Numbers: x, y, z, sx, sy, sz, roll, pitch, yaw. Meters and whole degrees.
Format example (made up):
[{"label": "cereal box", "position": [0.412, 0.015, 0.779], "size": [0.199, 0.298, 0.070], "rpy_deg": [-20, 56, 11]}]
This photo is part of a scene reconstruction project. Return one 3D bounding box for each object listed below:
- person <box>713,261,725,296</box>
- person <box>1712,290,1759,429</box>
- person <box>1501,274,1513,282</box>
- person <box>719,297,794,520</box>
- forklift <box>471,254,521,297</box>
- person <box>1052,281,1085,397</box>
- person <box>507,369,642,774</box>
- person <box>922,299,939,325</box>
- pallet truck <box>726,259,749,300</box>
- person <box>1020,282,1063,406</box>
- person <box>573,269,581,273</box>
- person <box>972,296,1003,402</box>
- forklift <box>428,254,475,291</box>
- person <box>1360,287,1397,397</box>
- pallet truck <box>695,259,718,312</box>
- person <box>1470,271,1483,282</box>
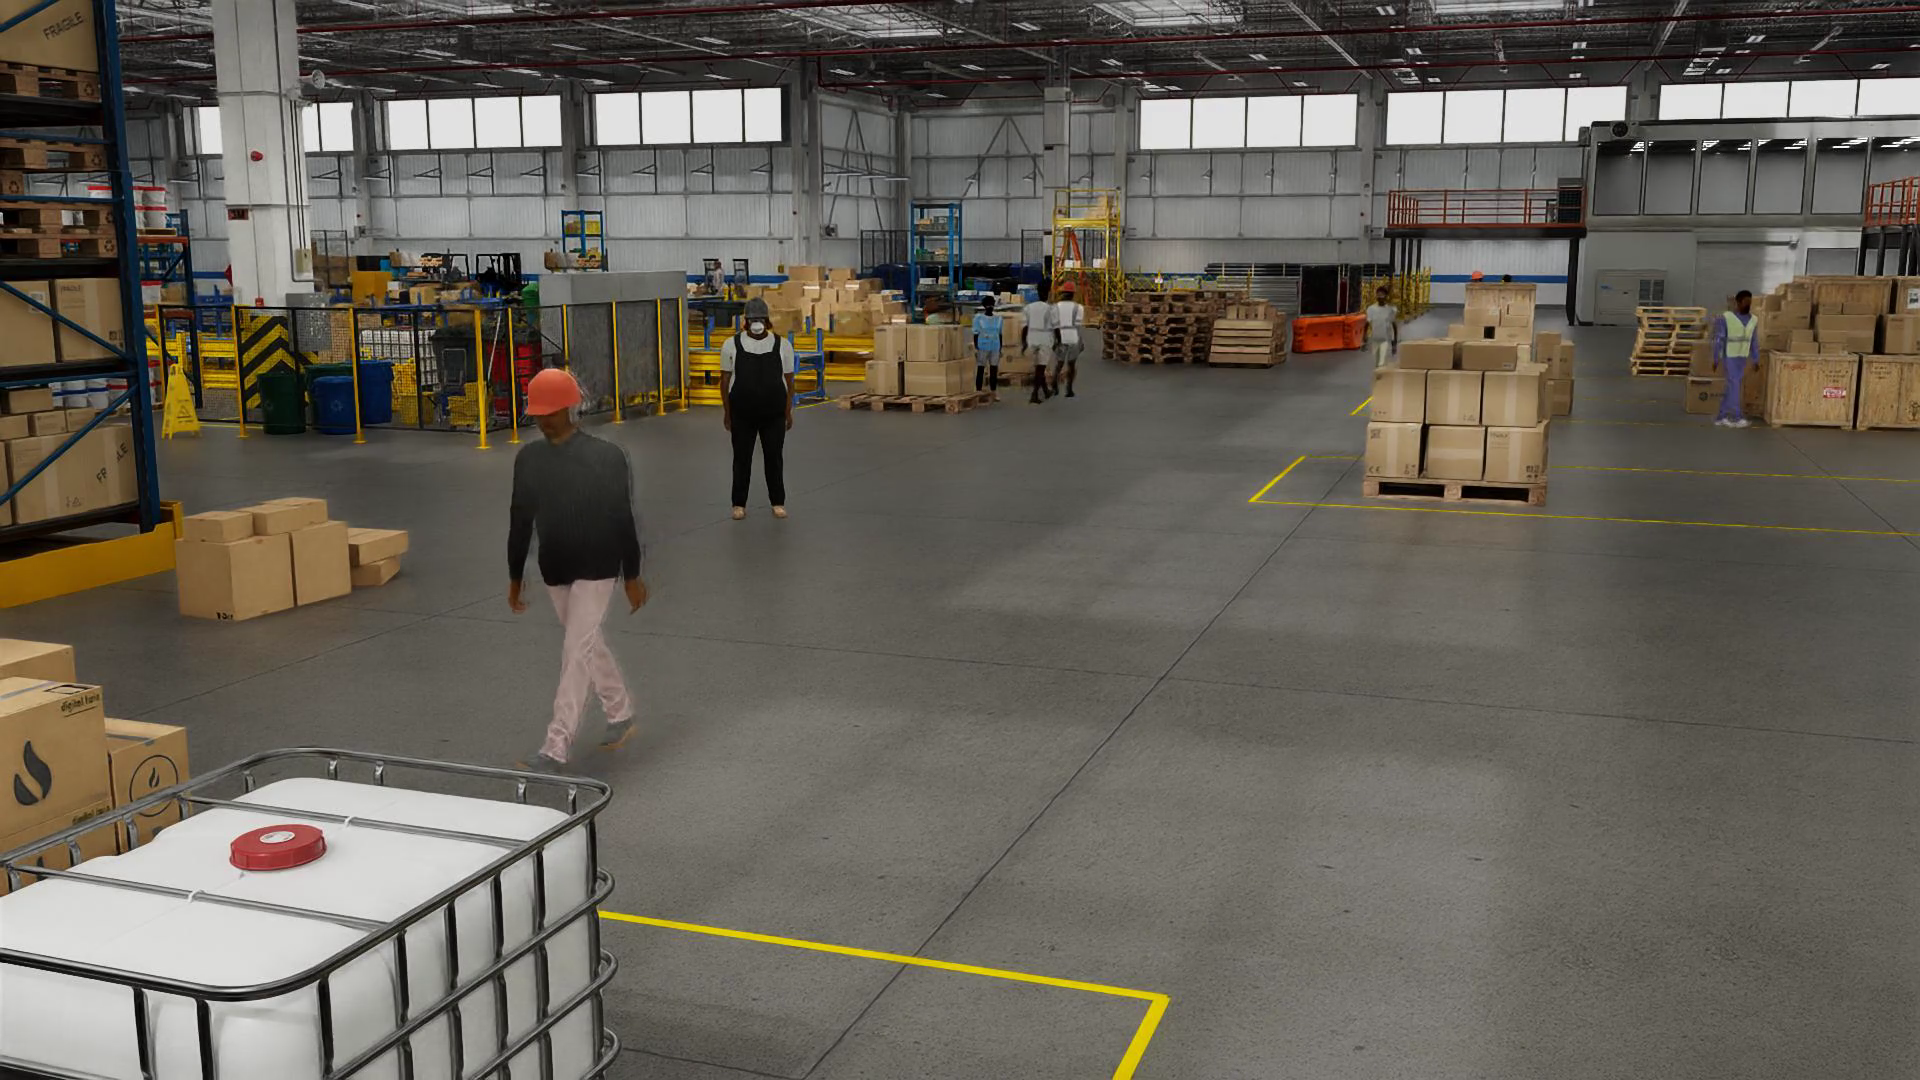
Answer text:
[{"label": "person", "position": [-8.765, -9.159, 60.394], "size": [0.408, 1.909, 0.638], "rpy_deg": [1, 10, 6]}, {"label": "person", "position": [10.697, -2.458, 22.724], "size": [0.603, 1.877, 0.936], "rpy_deg": [-3, 11, -17]}, {"label": "person", "position": [11.982, -4.900, 36.528], "size": [0.533, 1.864, 0.310], "rpy_deg": [-1, 10, -4]}, {"label": "person", "position": [-1.838, -1.199, 15.191], "size": [0.686, 2.000, 0.539], "rpy_deg": [-2, 10, -12]}, {"label": "forklift", "position": [-17.990, -10.121, 64.684], "size": [1.157, 1.987, 2.680], "rpy_deg": [3, 11, 17]}, {"label": "person", "position": [1.750, -3.289, 27.301], "size": [0.551, 1.918, 0.519], "rpy_deg": [4, 11, 21]}, {"label": "person", "position": [-1.858, 0.148, 7.921], "size": [0.627, 1.922, 1.071], "rpy_deg": [4, 11, 22]}, {"label": "person", "position": [-0.548, -3.214, 27.759], "size": [0.740, 1.605, 0.500], "rpy_deg": [4, 11, 21]}, {"label": "pallet truck", "position": [-7.986, -9.493, 62.019], "size": [0.823, 1.965, 1.885], "rpy_deg": [3, 11, 17]}, {"label": "person", "position": [1.325, -3.087, 26.148], "size": [0.632, 1.913, 1.007], "rpy_deg": [6, 12, 31]}, {"label": "person", "position": [-12.920, -8.443, 56.200], "size": [1.111, 1.984, 0.610], "rpy_deg": [-4, 11, -21]}, {"label": "person", "position": [0.453, -3.047, 26.566], "size": [0.534, 1.697, 0.318], "rpy_deg": [-4, 11, -21]}, {"label": "forklift", "position": [-20.133, -10.254, 65.465], "size": [1.157, 1.987, 2.680], "rpy_deg": [3, 11, 19]}, {"label": "person", "position": [6.892, -3.233, 27.278], "size": [0.500, 1.825, 0.965], "rpy_deg": [6, 12, 31]}, {"label": "pallet truck", "position": [-9.165, -9.627, 62.776], "size": [0.823, 1.965, 1.885], "rpy_deg": [4, 11, 23]}, {"label": "person", "position": [11.520, -5.032, 37.111], "size": [0.384, 1.929, 0.539], "rpy_deg": [4, 11, 19]}]
